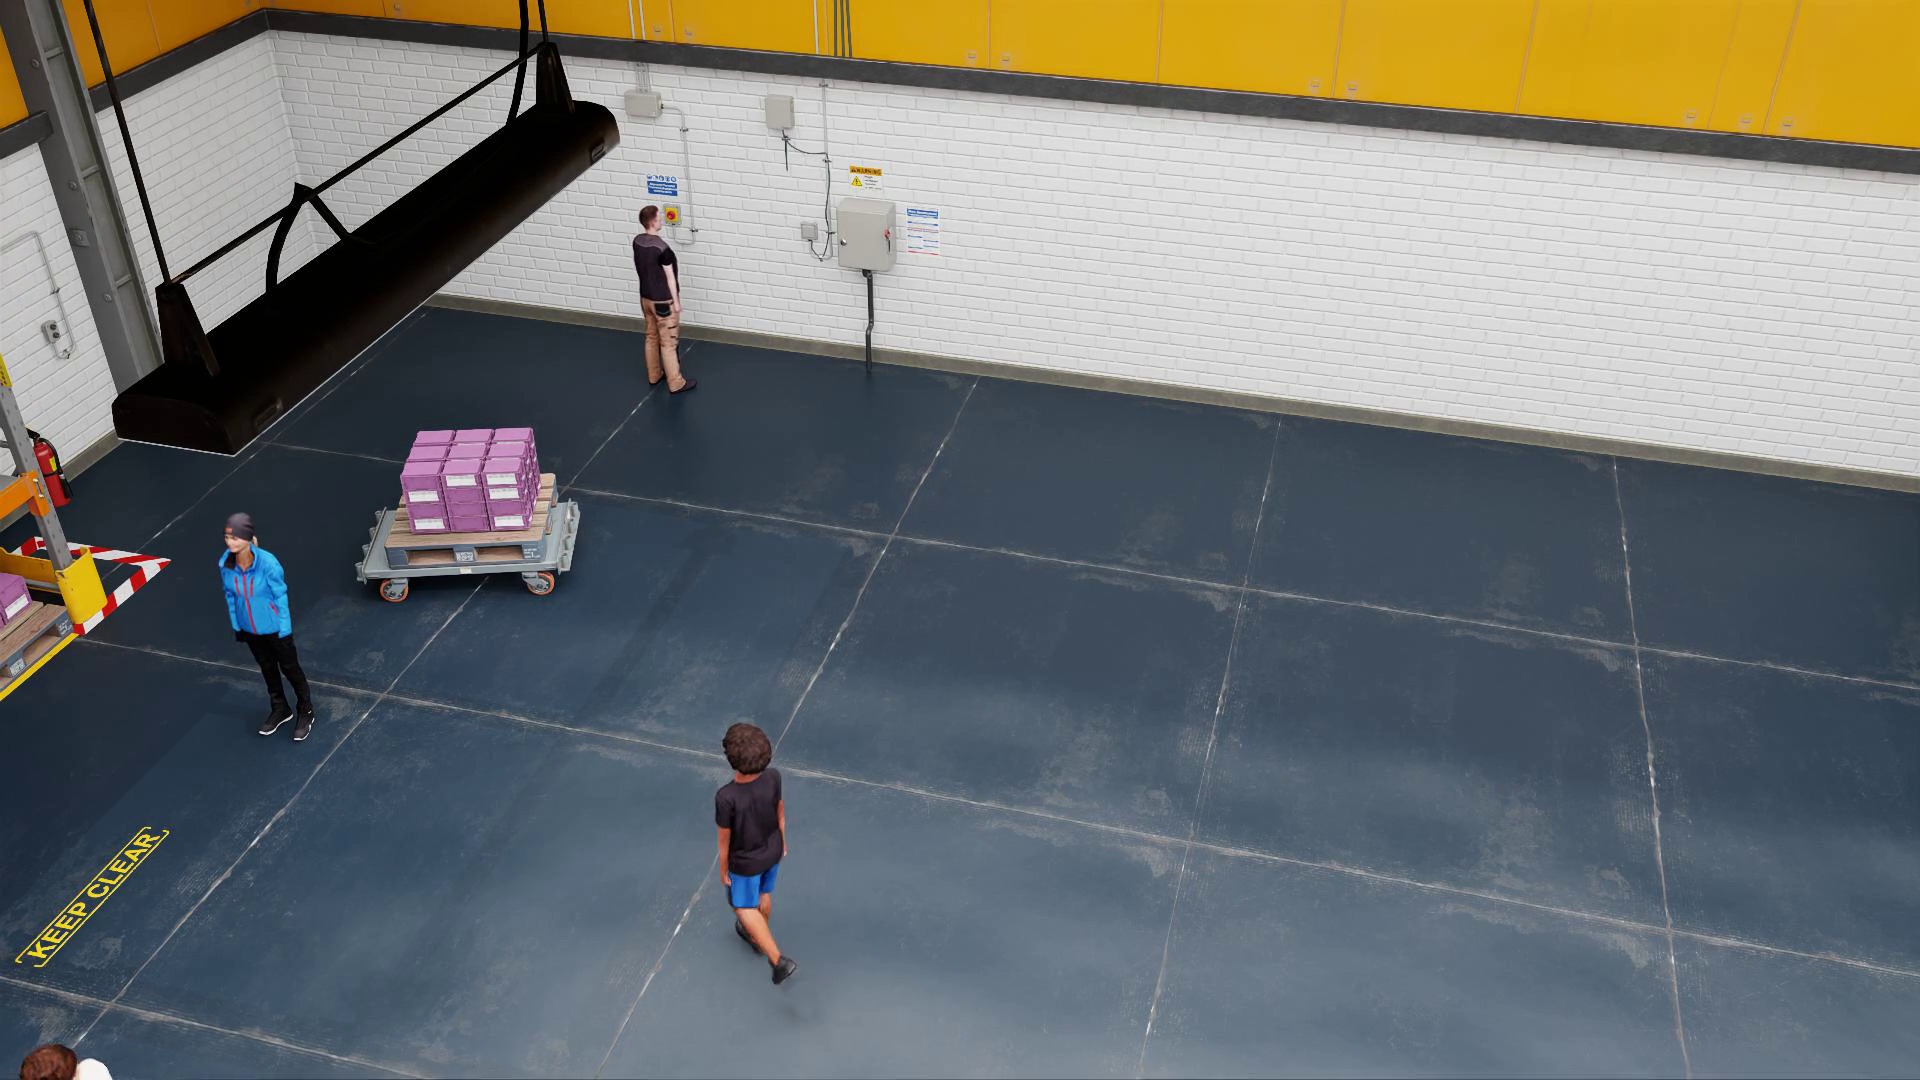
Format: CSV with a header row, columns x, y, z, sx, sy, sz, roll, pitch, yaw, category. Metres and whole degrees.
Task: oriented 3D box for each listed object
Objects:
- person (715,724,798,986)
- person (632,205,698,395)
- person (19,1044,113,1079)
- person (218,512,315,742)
x,y,z,sx,sy,sz,roll,pitch,yaw,category
-1.157,1.839,9.576,0.983,1.786,0.986,-22,39,-29,person
-2.864,-2.291,15.739,0.777,1.841,0.769,27,42,35,person
-3.991,2.981,8.011,0.962,1.615,1.063,-8,34,-12,person
-4.776,0.591,11.443,0.618,1.797,0.520,7,34,11,person
